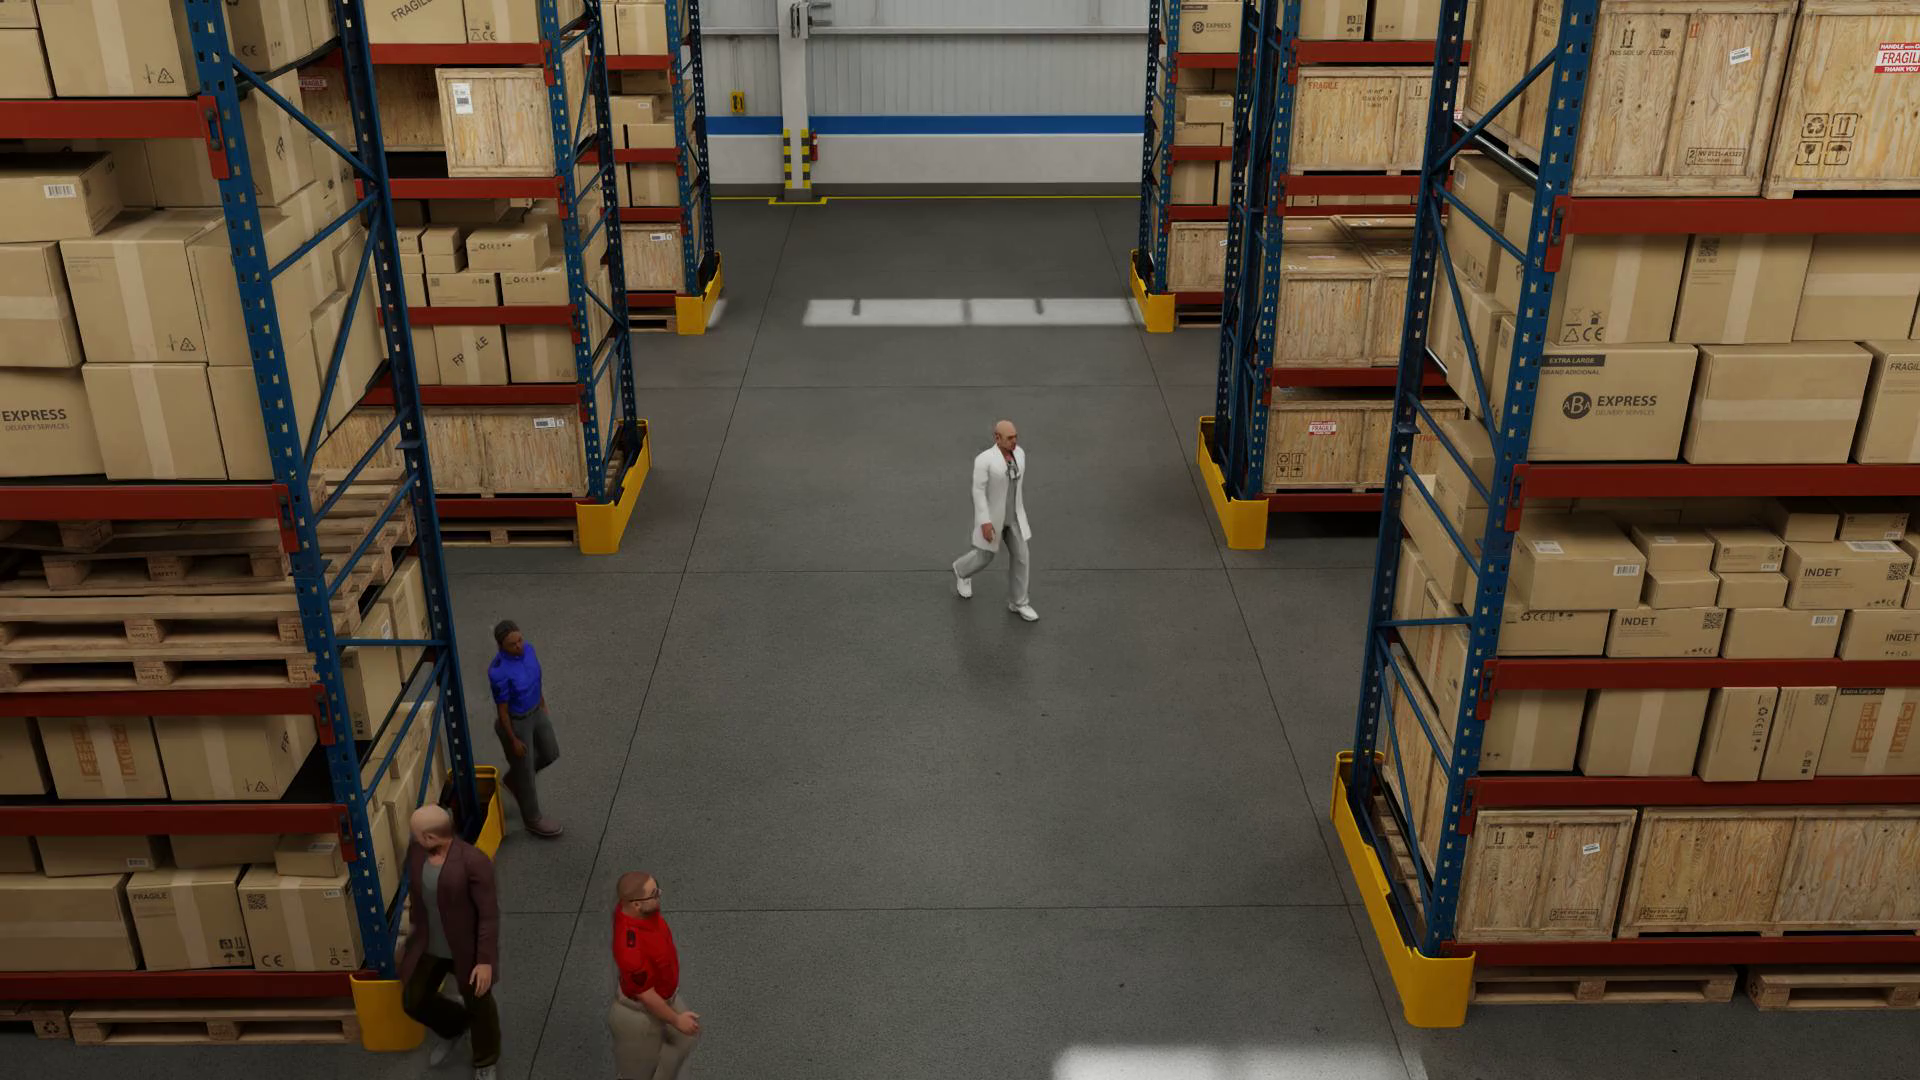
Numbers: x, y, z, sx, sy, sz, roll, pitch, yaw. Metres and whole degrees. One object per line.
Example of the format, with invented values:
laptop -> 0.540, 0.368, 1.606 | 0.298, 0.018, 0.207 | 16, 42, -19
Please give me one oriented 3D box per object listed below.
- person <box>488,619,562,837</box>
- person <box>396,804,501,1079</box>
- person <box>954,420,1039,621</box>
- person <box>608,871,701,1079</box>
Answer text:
person -> -3.028, 1.236, 11.324 | 0.584, 1.652, 0.485 | 8, 26, 17
person -> -2.756, 2.215, 9.078 | 0.656, 1.786, 0.490 | 7, 26, 14
person -> 0.312, -0.225, 14.369 | 0.577, 1.755, 0.977 | -16, 29, -31
person -> -1.614, 2.444, 8.679 | 0.528, 1.748, 0.542 | -2, 25, -4
